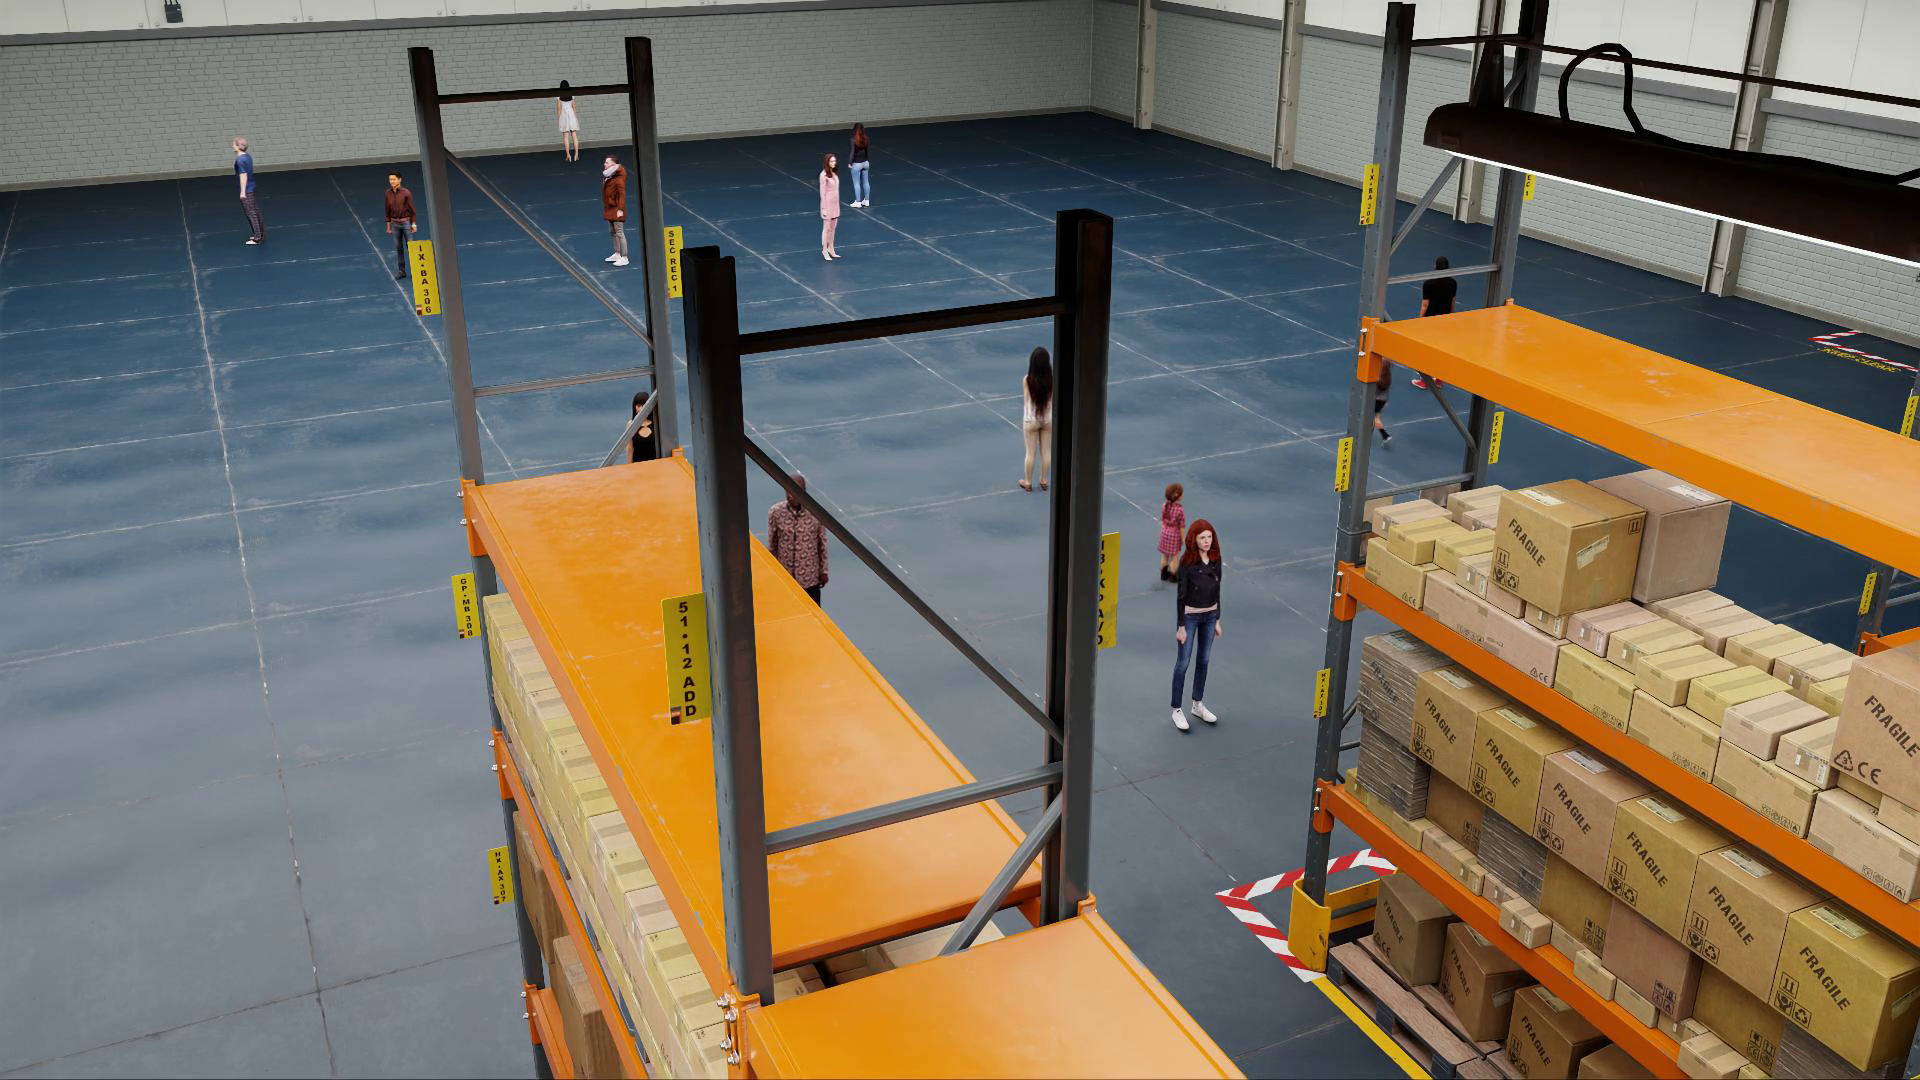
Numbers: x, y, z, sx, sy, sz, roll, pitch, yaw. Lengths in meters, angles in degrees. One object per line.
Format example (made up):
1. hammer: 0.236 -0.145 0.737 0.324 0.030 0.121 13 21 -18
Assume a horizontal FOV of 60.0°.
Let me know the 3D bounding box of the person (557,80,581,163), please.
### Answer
1. person: -8.772 -9.387 37.215 0.634 1.774 0.615 -10 25 -22

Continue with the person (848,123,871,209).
1. person: -1.968 -7.374 32.659 0.695 1.634 0.666 -20 30 -39

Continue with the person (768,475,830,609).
1. person: -1.402 0.273 14.456 0.761 1.807 0.742 0 23 -1

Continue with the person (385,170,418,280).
1. person: -9.169 -5.184 27.323 0.724 1.780 0.701 2 23 4

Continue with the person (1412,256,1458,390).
1. person: 6.267 -2.867 21.901 0.679 1.758 0.647 -5 23 -11

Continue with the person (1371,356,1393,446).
1. person: 5.035 -1.667 19.933 0.545 1.091 0.789 -15 27 -31

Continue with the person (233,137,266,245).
1. person: -12.713 -6.244 29.701 0.794 1.871 0.632 -1 23 -2

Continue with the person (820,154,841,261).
1. person: -2.237 -5.732 28.586 0.710 1.801 0.695 13 26 28

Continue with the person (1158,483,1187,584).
1. person: 2.075 -0.078 16.285 0.458 1.021 0.549 19 30 38

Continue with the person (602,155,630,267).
1. person: -5.850 -5.612 28.254 0.810 1.839 0.691 -15 27 -31

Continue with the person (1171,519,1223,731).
1. person: 1.930 0.672 13.544 0.564 1.787 0.531 -11 25 -24

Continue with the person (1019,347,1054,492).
1. person: 0.873 -1.329 18.421 0.618 1.652 0.567 -10 25 -23

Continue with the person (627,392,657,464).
1. person: -3.195 -0.732 17.019 0.616 1.650 0.577 -3 23 -7
